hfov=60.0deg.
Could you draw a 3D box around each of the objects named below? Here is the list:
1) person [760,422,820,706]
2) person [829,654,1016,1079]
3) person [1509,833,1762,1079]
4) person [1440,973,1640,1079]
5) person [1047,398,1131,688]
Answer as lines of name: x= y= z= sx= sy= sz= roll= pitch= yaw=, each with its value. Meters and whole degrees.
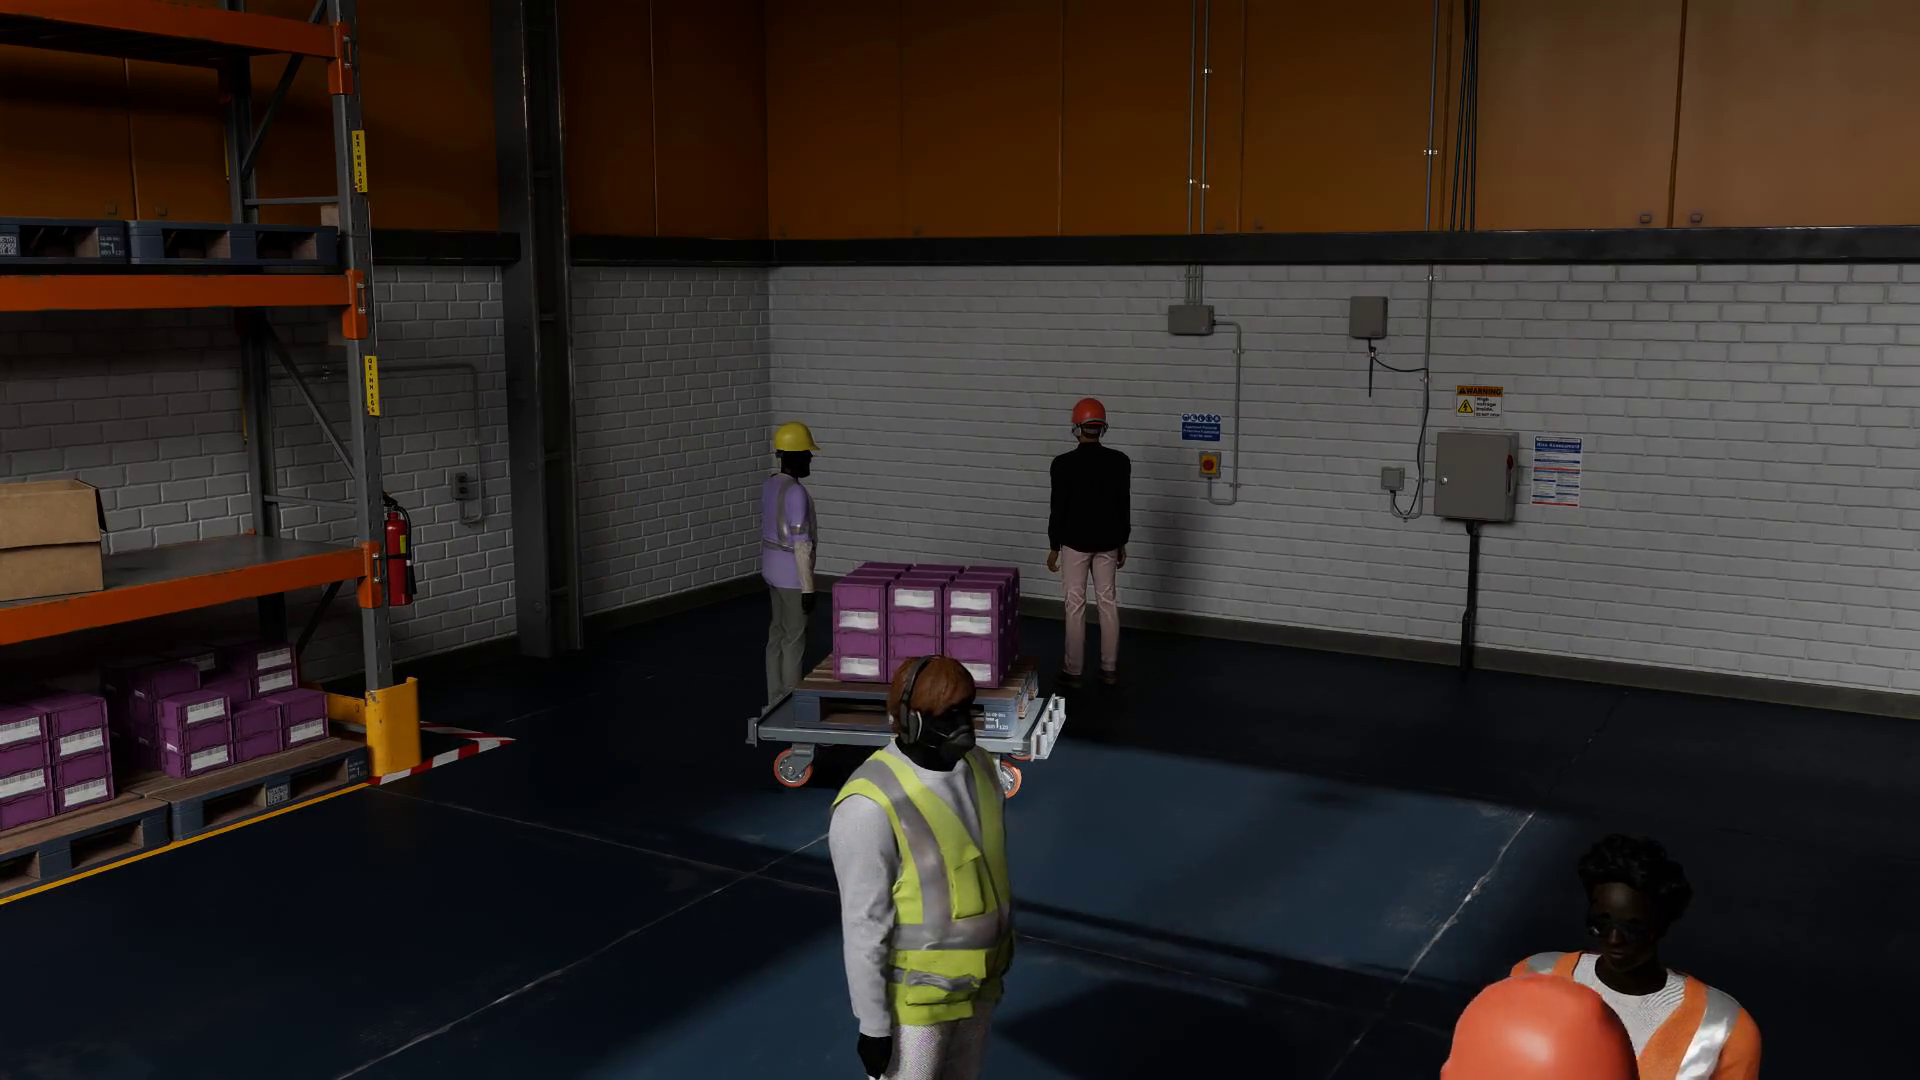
person: x=-1.042 y=0.227 z=10.355 sx=0.368 sy=1.928 sz=0.585 roll=-5 pitch=10 yaw=-28
person: x=-0.068 y=1.209 z=4.495 sx=0.429 sy=1.842 sz=0.635 roll=6 pitch=11 yaw=33
person: x=1.376 y=1.439 z=3.514 sx=0.535 sy=1.697 sz=0.318 roll=6 pitch=11 yaw=31
person: x=0.794 y=1.527 z=2.391 sx=0.560 sy=1.882 sz=0.969 roll=-8 pitch=12 yaw=-41
person: x=0.882 y=0.022 z=11.427 sx=0.618 sy=1.994 sz=0.380 roll=-4 pitch=10 yaw=-22
